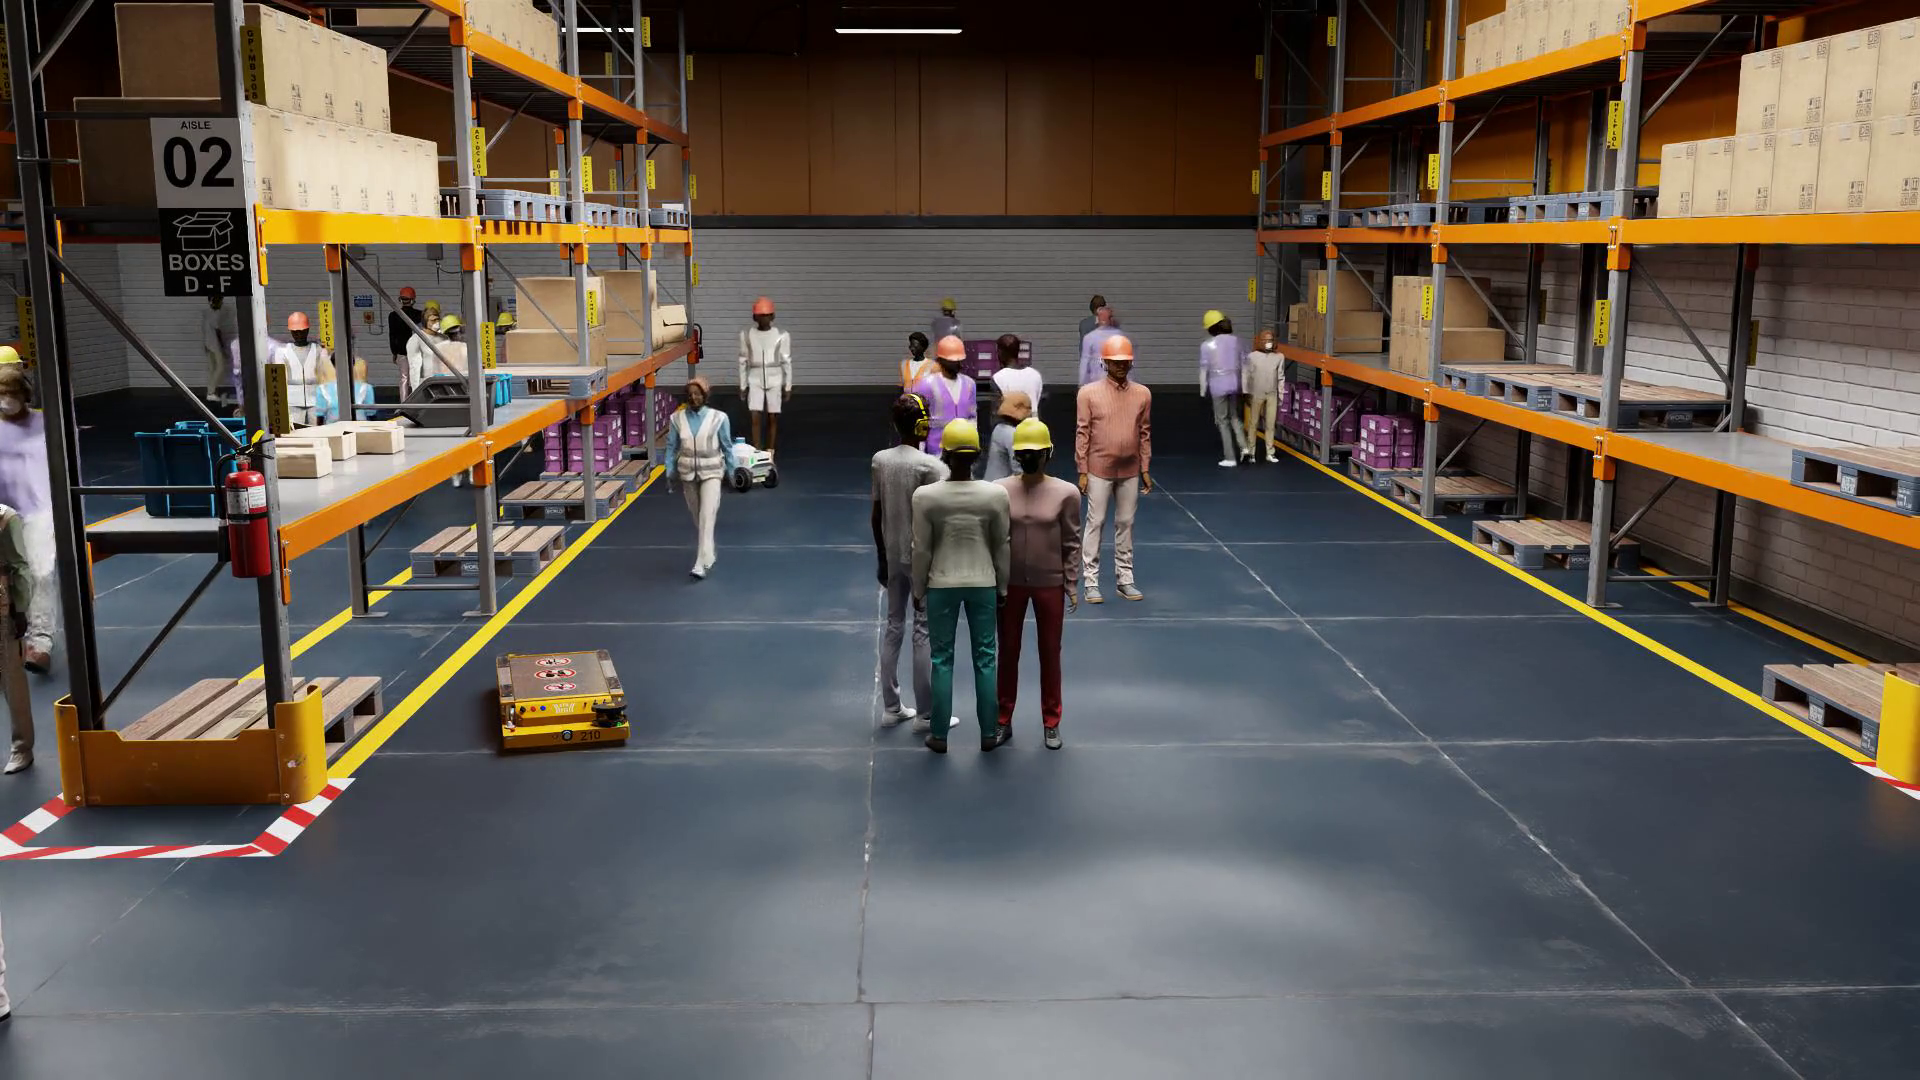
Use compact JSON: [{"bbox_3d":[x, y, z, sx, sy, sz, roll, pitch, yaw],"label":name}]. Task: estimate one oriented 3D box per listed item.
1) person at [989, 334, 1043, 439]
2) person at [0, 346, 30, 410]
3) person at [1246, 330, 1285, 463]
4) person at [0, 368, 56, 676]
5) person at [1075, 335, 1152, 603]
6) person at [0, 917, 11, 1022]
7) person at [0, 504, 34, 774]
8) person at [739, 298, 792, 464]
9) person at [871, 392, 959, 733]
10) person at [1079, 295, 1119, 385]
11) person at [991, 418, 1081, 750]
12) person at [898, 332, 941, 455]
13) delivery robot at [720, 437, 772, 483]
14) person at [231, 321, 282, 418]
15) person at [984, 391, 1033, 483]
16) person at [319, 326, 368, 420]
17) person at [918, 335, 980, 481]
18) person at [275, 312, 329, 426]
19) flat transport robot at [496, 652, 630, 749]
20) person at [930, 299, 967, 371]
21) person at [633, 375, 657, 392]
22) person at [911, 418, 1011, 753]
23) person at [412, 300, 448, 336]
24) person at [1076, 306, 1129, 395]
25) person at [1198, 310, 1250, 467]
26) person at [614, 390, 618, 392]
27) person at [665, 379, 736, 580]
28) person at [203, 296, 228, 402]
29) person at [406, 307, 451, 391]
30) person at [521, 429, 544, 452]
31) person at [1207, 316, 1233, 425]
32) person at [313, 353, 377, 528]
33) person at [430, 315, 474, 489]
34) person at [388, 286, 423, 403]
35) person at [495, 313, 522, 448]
[{"bbox_3d":[0.530,-0.850,14.539,0.598,1.890,0.540,-9,13,-41],"label":"person"},{"bbox_3d":[-8.607,-0.888,15.121,0.491,1.744,0.295,3,11,16],"label":"person"},{"bbox_3d":[3.704,-1.743,20.221,0.502,1.626,0.282,-2,10,-10],"label":"person"},{"bbox_3d":[-5.851,-0.100,10.298,0.645,1.898,0.952,-3,10,-14],"label":"person"},{"bbox_3d":[1.150,-0.527,12.408,0.609,1.995,0.376,-3,11,-18],"label":"person"},{"bbox_3d":[-3.516,0.739,5.606,0.655,1.906,0.407,9,14,42],"label":"person"},{"bbox_3d":[-4.936,0.373,8.395,0.514,1.636,0.315,1,10,4],"label":"person"},{"bbox_3d":[-2.292,-1.810,19.506,0.636,2.009,0.924,-1,10,-3],"label":"person"},{"bbox_3d":[-0.256,0.125,9.129,0.509,1.872,0.329,8,13,39],"label":"person"},{"bbox_3d":[1.932,-2.469,23.387,0.630,1.940,0.373,-5,12,-28],"label":"person"},{"bbox_3d":[0.376,0.235,8.803,0.524,1.769,0.314,2,10,9],"label":"person"},{"bbox_3d":[-0.456,-1.442,18.337,0.532,1.697,0.319,5,12,28],"label":"person"},{"bbox_3d":[-2.385,-0.873,18.072,0.707,0.478,0.477,9,14,38],"label":"delivery robot"},{"bbox_3d":[-7.541,-1.555,18.067,0.627,2.024,0.715,2,10,11],"label":"person"},{"bbox_3d":[0.366,-0.300,12.286,0.711,1.584,0.530,-3,11,-16],"label":"person"},{"bbox_3d":[-6.153,-1.227,16.620,0.545,1.899,0.946,3,11,17],"label":"person"},{"bbox_3d":[-0.147,-0.818,14.283,0.581,1.908,0.705,-6,12,-30],"label":"person"},{"bbox_3d":[-7.040,-1.478,17.870,0.551,1.935,0.375,-4,11,-23],"label":"person"},{"bbox_3d":[-2.276,0.870,9.433,0.652,0.197,1.431,-3,11,-16],"label":"flat transport robot"},{"bbox_3d":[-0.164,-2.900,26.244,0.594,1.786,0.944,7,13,35],"label":"person"},{"bbox_3d":[-4.820,-2.807,25.278,0.552,1.934,0.363,-1,10,-8],"label":"person"},{"bbox_3d":[0.007,0.245,8.737,0.531,1.772,0.301,-1,10,-6],"label":"person"},{"bbox_3d":[-7.624,-2.556,24.164,0.600,1.831,0.404,2,10,11],"label":"person"},{"bbox_3d":[1.748,-1.929,20.535,0.648,1.891,0.432,-6,12,-30],"label":"person"},{"bbox_3d":[3.122,-1.791,19.796,0.642,1.878,0.457,-4,11,-23],"label":"person"},{"bbox_3d":[-5.417,-2.736,25.057,0.749,1.881,0.608,-5,11,-25],"label":"person"},{"bbox_3d":[-2.101,-0.502,13.380,0.543,1.588,0.887,2,10,11],"label":"person"},{"bbox_3d":[-12.564,-3.228,27.931,0.394,1.837,0.640,-10,14,-43],"label":"person"},{"bbox_3d":[-6.055,-1.704,19.126,0.355,1.936,0.637,5,11,25],"label":"person"},{"bbox_3d":[-5.430,-2.035,21.285,0.621,1.836,0.430,-7,12,-34],"label":"person"},{"bbox_3d":[3.814,-2.432,24.113,0.500,1.613,0.614,1,10,8],"label":"person"},{"bbox_3d":[-5.717,-0.920,15.479,0.539,1.682,0.432,-2,10,-10],"label":"person"},{"bbox_3d":[-5.488,-1.508,18.181,0.609,1.880,0.538,1,10,6],"label":"person"},{"bbox_3d":[-8.437,-2.887,25.556,0.610,1.996,0.378,0,10,-1],"label":"person"},{"bbox_3d":[-5.853,-2.078,21.700,0.332,1.764,0.528,-6,12,-28],"label":"person"}]
